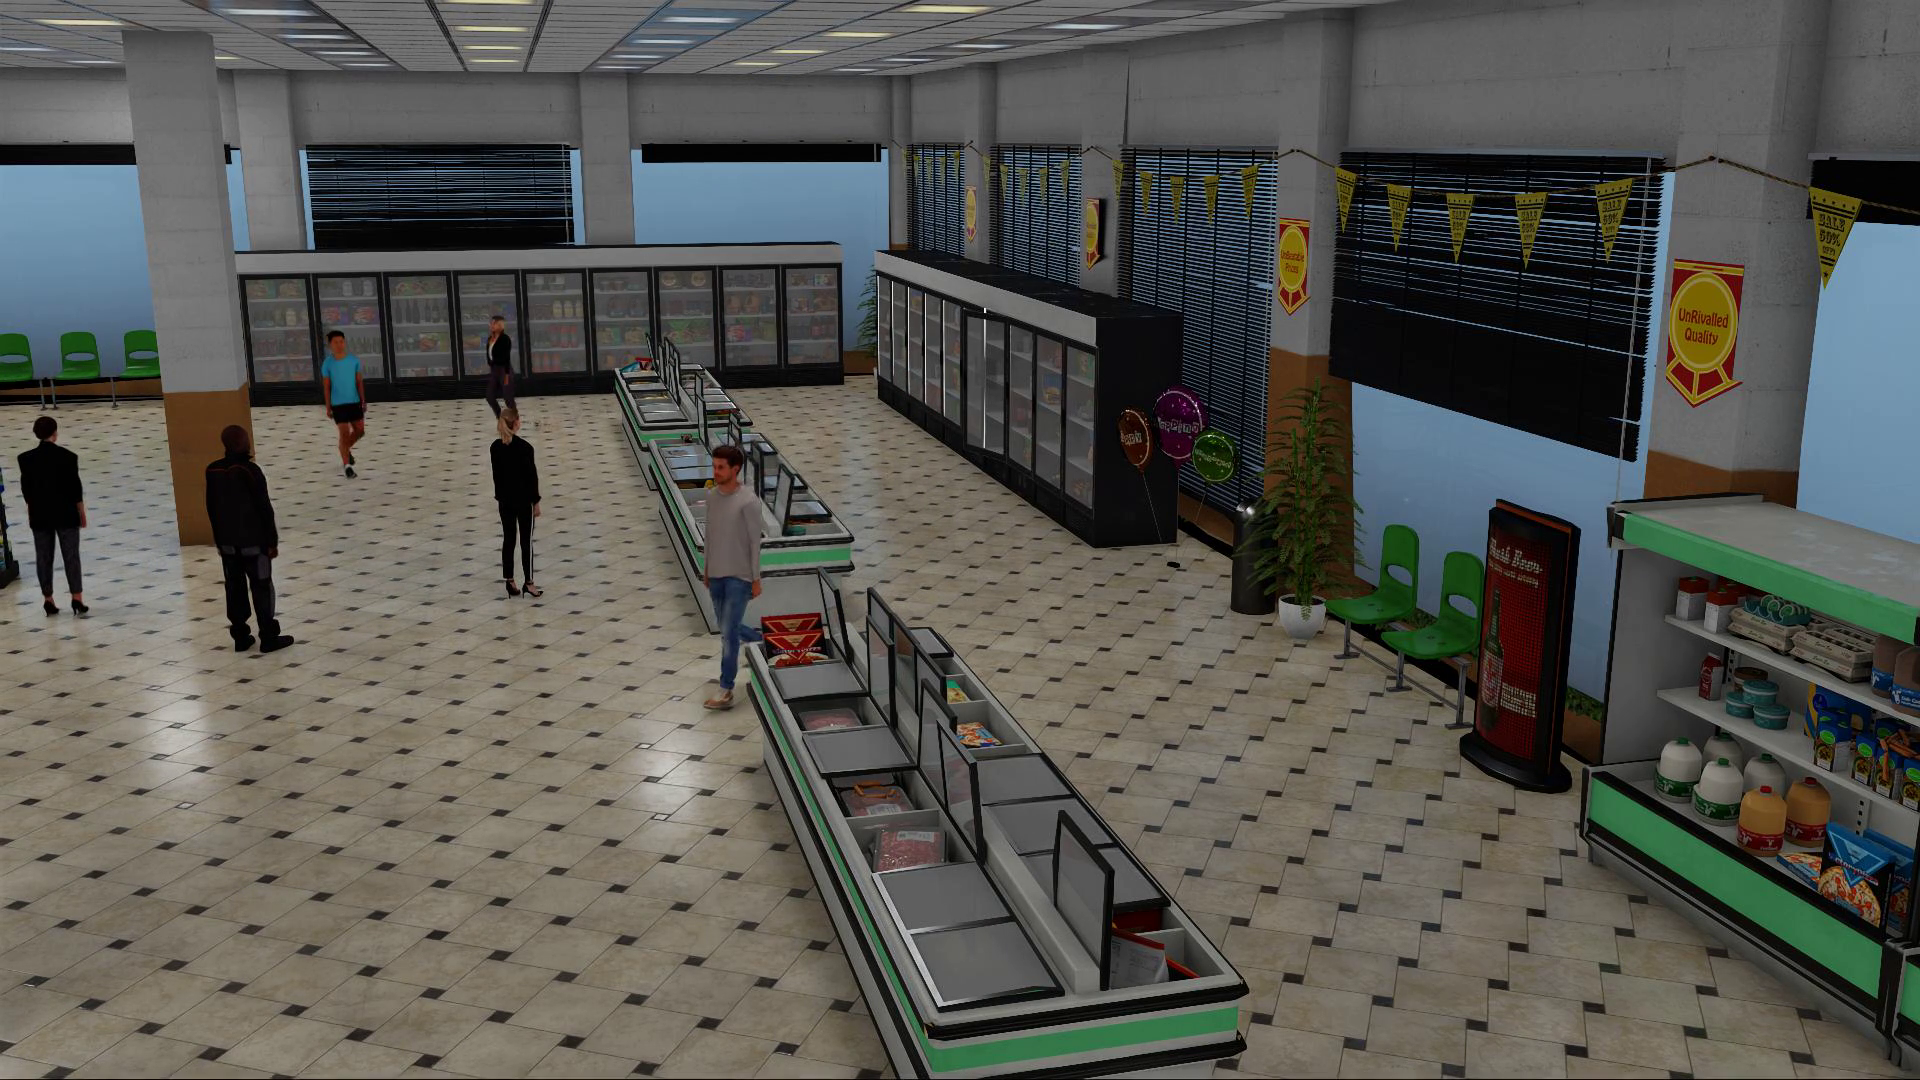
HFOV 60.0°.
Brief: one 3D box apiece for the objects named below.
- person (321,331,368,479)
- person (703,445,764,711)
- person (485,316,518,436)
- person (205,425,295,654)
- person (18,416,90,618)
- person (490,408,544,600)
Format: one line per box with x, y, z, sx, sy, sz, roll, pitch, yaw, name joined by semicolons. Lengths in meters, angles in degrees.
-7.426;-1.635;19.991;0.829;1.762;0.939;-11;18;-39;person
-1.578;0.247;11.984;1.014;1.879;1.045;9;16;34;person
-6.159;-2.219;22.615;0.707;1.662;0.769;8;16;30;person
-5.678;-0.013;13.177;0.784;1.821;0.760;3;14;10;person
-7.712;-0.196;14.159;0.667;1.715;0.596;-2;14;-8;person
-3.924;-0.322;14.695;0.699;1.707;0.724;4;14;18;person
